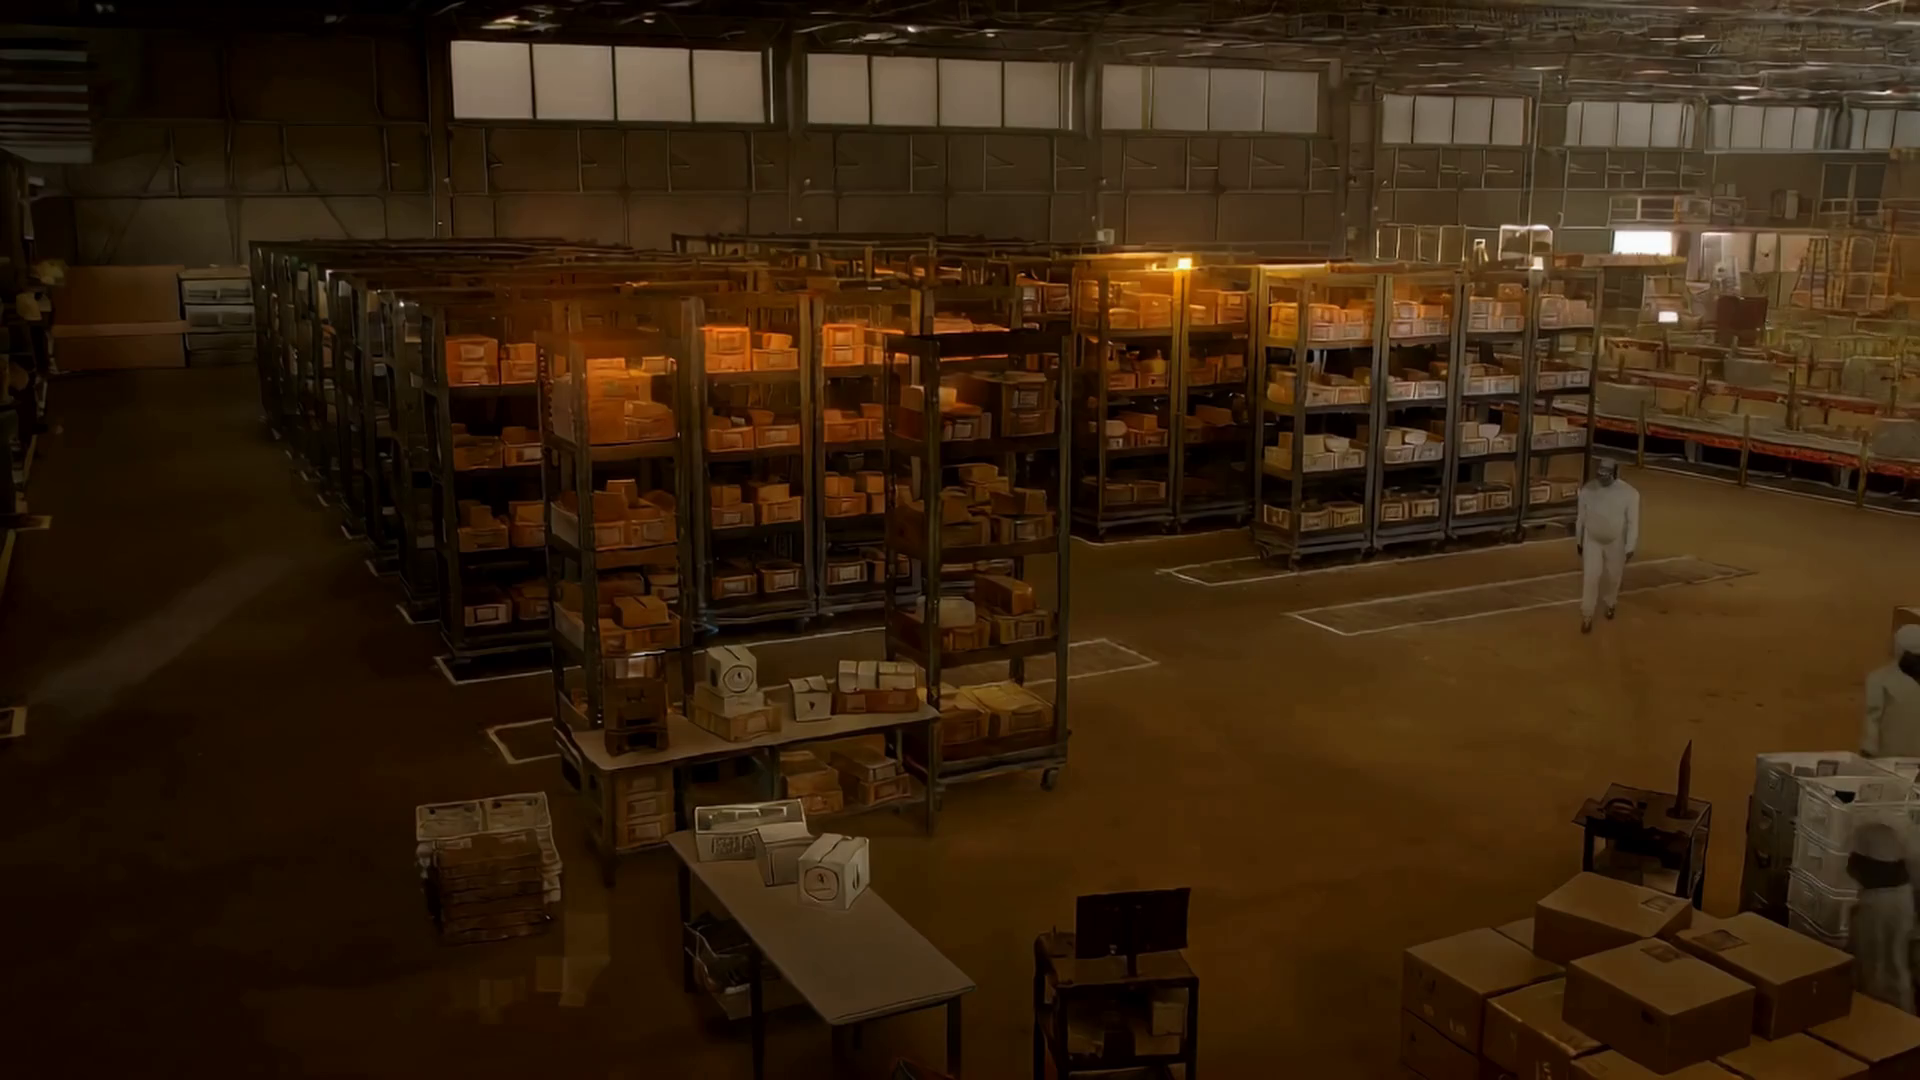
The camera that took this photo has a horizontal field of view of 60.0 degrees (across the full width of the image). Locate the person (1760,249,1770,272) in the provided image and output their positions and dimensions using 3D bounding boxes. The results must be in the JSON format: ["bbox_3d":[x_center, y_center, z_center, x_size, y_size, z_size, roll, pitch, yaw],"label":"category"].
[{"bbox_3d":[35.159,-11.742,72.677,0.366,1.928,0.585,5,13,21],"label":"person"}]

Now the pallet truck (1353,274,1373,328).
[{"bbox_3d":[13.011,-8.050,55.243,0.823,1.965,1.885,-7,14,-28],"label":"pallet truck"}]

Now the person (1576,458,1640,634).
[{"bbox_3d":[6.924,0.027,17.833,0.634,1.860,1.028,6,13,25],"label":"person"}]

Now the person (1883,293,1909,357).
[{"bbox_3d":[25.489,-5.802,45.197,0.547,1.796,0.929,-2,12,-7],"label":"person"}]

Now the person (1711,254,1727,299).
[{"bbox_3d":[31.370,-10.879,68.744,0.575,1.883,0.355,6,14,26],"label":"person"}]

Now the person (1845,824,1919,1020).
[{"bbox_3d":[4.396,2.188,8.081,0.485,1.689,0.952,-6,14,-28],"label":"person"}]

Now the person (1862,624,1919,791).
[{"bbox_3d":[6.552,1.420,11.559,0.586,1.733,0.401,-1,12,-4],"label":"person"}]
